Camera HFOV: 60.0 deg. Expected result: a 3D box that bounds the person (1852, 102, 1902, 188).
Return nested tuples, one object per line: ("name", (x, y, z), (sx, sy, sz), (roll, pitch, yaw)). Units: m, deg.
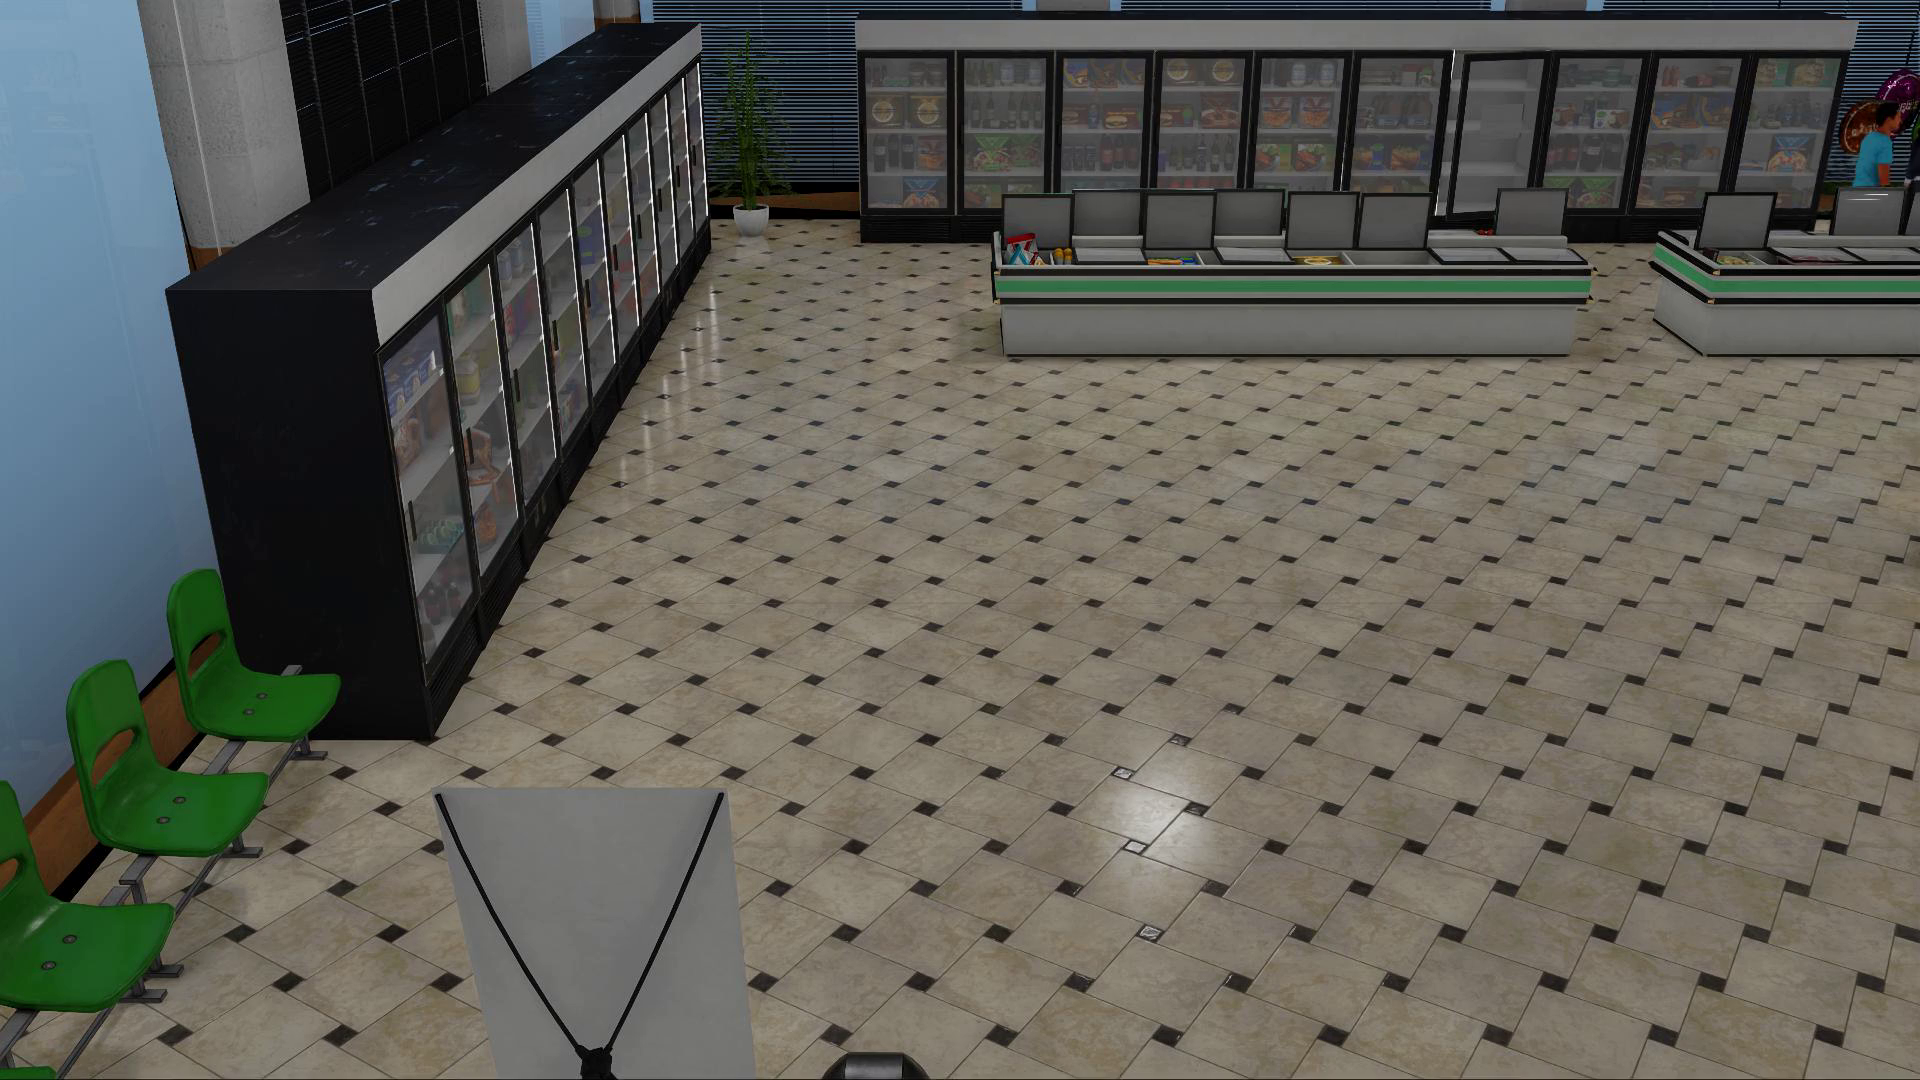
("person", (8.517, -3.255, 15.821), (0.989, 1.749, 0.771), (6, 24, 12))
